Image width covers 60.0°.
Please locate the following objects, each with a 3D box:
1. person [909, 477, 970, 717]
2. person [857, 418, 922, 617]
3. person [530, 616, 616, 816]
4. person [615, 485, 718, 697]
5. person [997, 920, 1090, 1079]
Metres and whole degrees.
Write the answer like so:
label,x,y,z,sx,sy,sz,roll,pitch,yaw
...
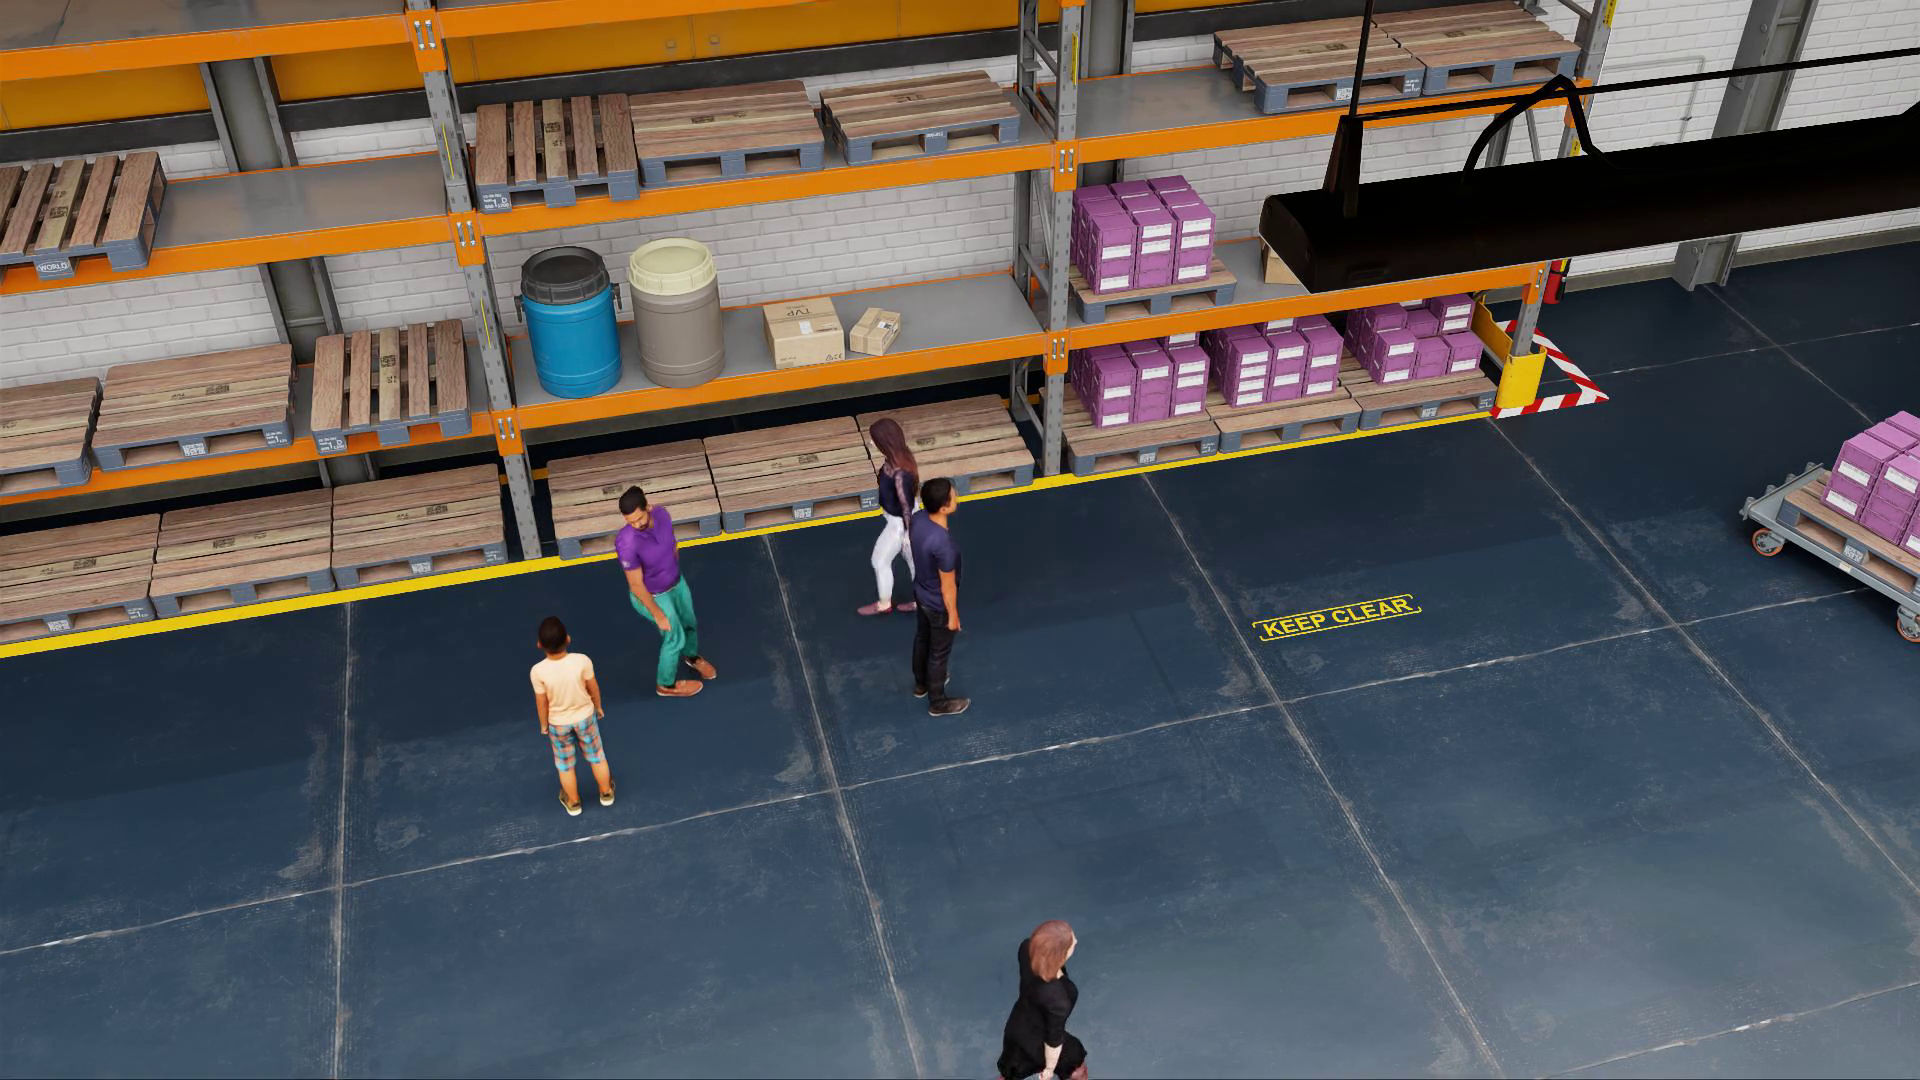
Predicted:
label,x,y,z,sx,sy,sz,roll,pitch,yaw
person,-0.164,0.354,10.527,0.589,1.792,0.684,-17,42,-20
person,-0.337,-0.127,11.297,0.820,1.583,0.727,-1,39,-1
person,-2.322,1.053,9.918,0.448,1.460,0.613,-15,41,-18
person,-1.970,0.355,10.589,0.863,1.713,0.828,9,39,11
person,0.304,2.444,8.020,1.113,1.655,0.785,-20,43,-24
